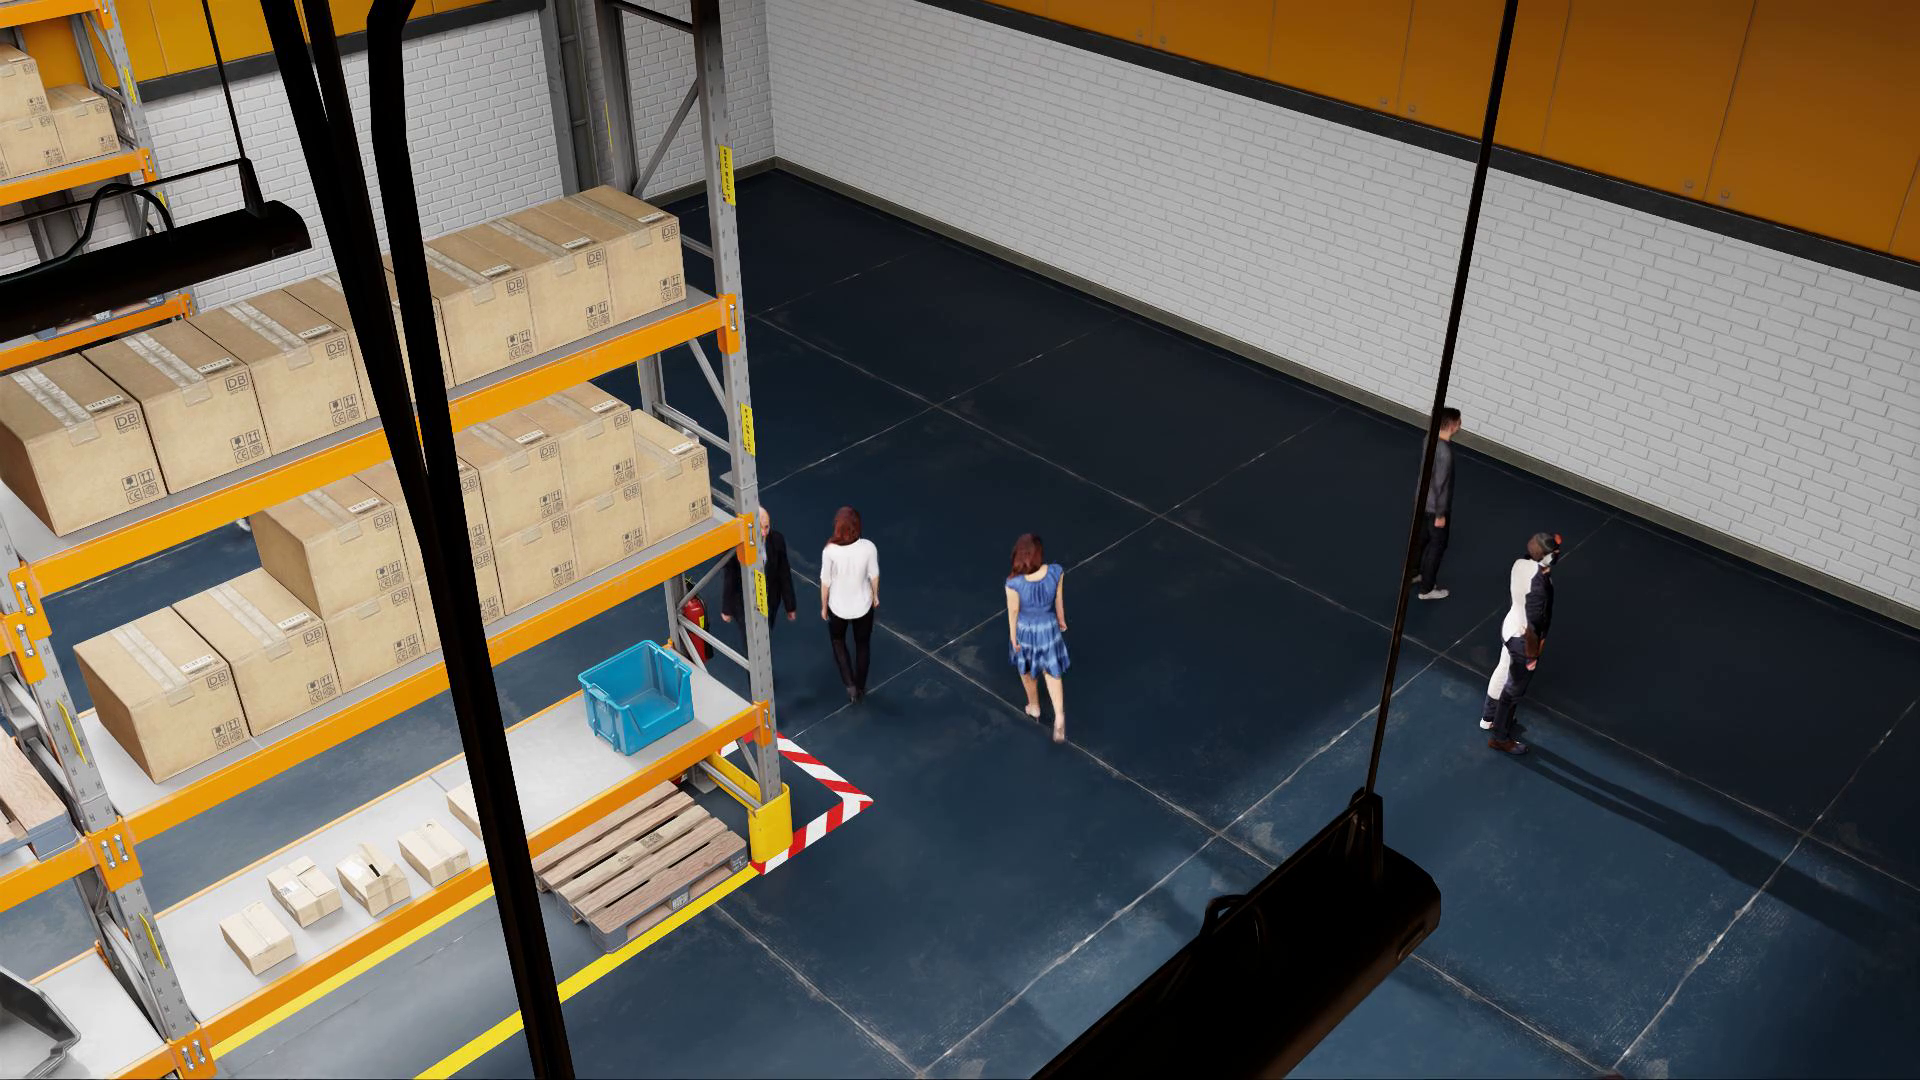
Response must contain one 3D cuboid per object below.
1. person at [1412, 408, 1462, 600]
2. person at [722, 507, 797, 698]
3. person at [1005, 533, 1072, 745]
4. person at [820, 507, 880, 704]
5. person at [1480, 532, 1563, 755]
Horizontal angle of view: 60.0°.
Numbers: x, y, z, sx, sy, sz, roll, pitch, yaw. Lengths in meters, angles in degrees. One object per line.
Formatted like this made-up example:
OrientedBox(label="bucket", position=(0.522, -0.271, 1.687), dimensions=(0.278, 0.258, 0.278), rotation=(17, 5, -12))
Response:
OrientedBox(label="person", position=(3.983, -0.323, 14.106), dimensions=(0.782, 1.756, 0.747), rotation=(-5, 34, -7))
OrientedBox(label="person", position=(-1.603, 0.451, 12.927), dimensions=(1.026, 1.773, 0.974), rotation=(-14, 36, -20))
OrientedBox(label="person", position=(0.601, 0.790, 12.413), dimensions=(1.028, 1.778, 0.990), rotation=(-9, 35, -14))
OrientedBox(label="person", position=(-0.815, 0.587, 12.719), dimensions=(0.764, 1.777, 0.829), rotation=(-6, 34, -9))
OrientedBox(label="person", position=(4.193, 0.729, 12.402), dimensions=(0.834, 1.891, 0.762), rotation=(1, 34, 2))
